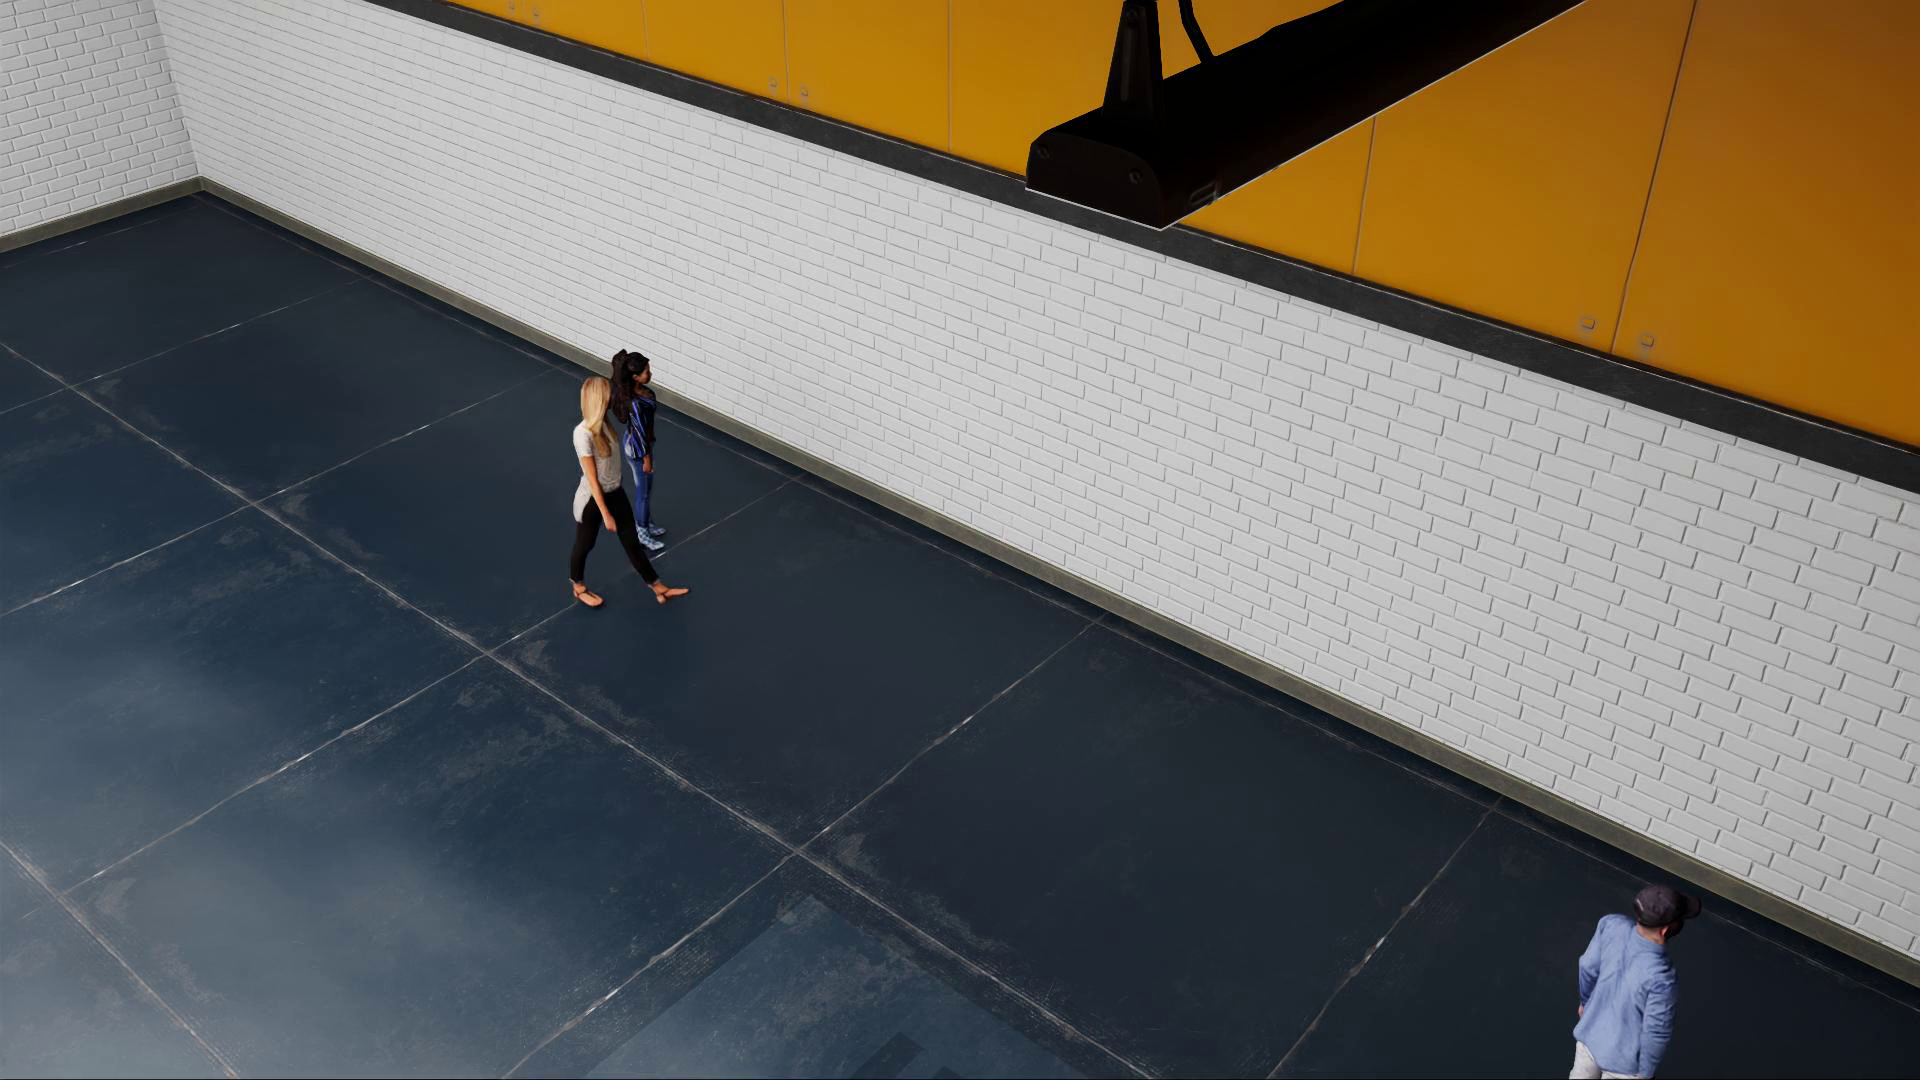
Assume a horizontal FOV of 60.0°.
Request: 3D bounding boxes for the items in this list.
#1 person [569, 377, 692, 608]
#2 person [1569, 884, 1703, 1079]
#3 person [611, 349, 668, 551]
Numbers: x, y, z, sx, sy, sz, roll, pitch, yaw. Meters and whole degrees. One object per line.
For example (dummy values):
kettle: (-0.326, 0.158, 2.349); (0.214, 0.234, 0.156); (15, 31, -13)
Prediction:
person: (-2.581, -0.281, 11.471); (1.069, 1.777, 1.167); (8, 35, 12)
person: (2.986, 2.262, 7.547); (0.744, 1.888, 0.738); (-10, 35, -15)
person: (-2.341, -0.667, 12.193); (0.739, 1.622, 0.699); (-6, 34, -9)
